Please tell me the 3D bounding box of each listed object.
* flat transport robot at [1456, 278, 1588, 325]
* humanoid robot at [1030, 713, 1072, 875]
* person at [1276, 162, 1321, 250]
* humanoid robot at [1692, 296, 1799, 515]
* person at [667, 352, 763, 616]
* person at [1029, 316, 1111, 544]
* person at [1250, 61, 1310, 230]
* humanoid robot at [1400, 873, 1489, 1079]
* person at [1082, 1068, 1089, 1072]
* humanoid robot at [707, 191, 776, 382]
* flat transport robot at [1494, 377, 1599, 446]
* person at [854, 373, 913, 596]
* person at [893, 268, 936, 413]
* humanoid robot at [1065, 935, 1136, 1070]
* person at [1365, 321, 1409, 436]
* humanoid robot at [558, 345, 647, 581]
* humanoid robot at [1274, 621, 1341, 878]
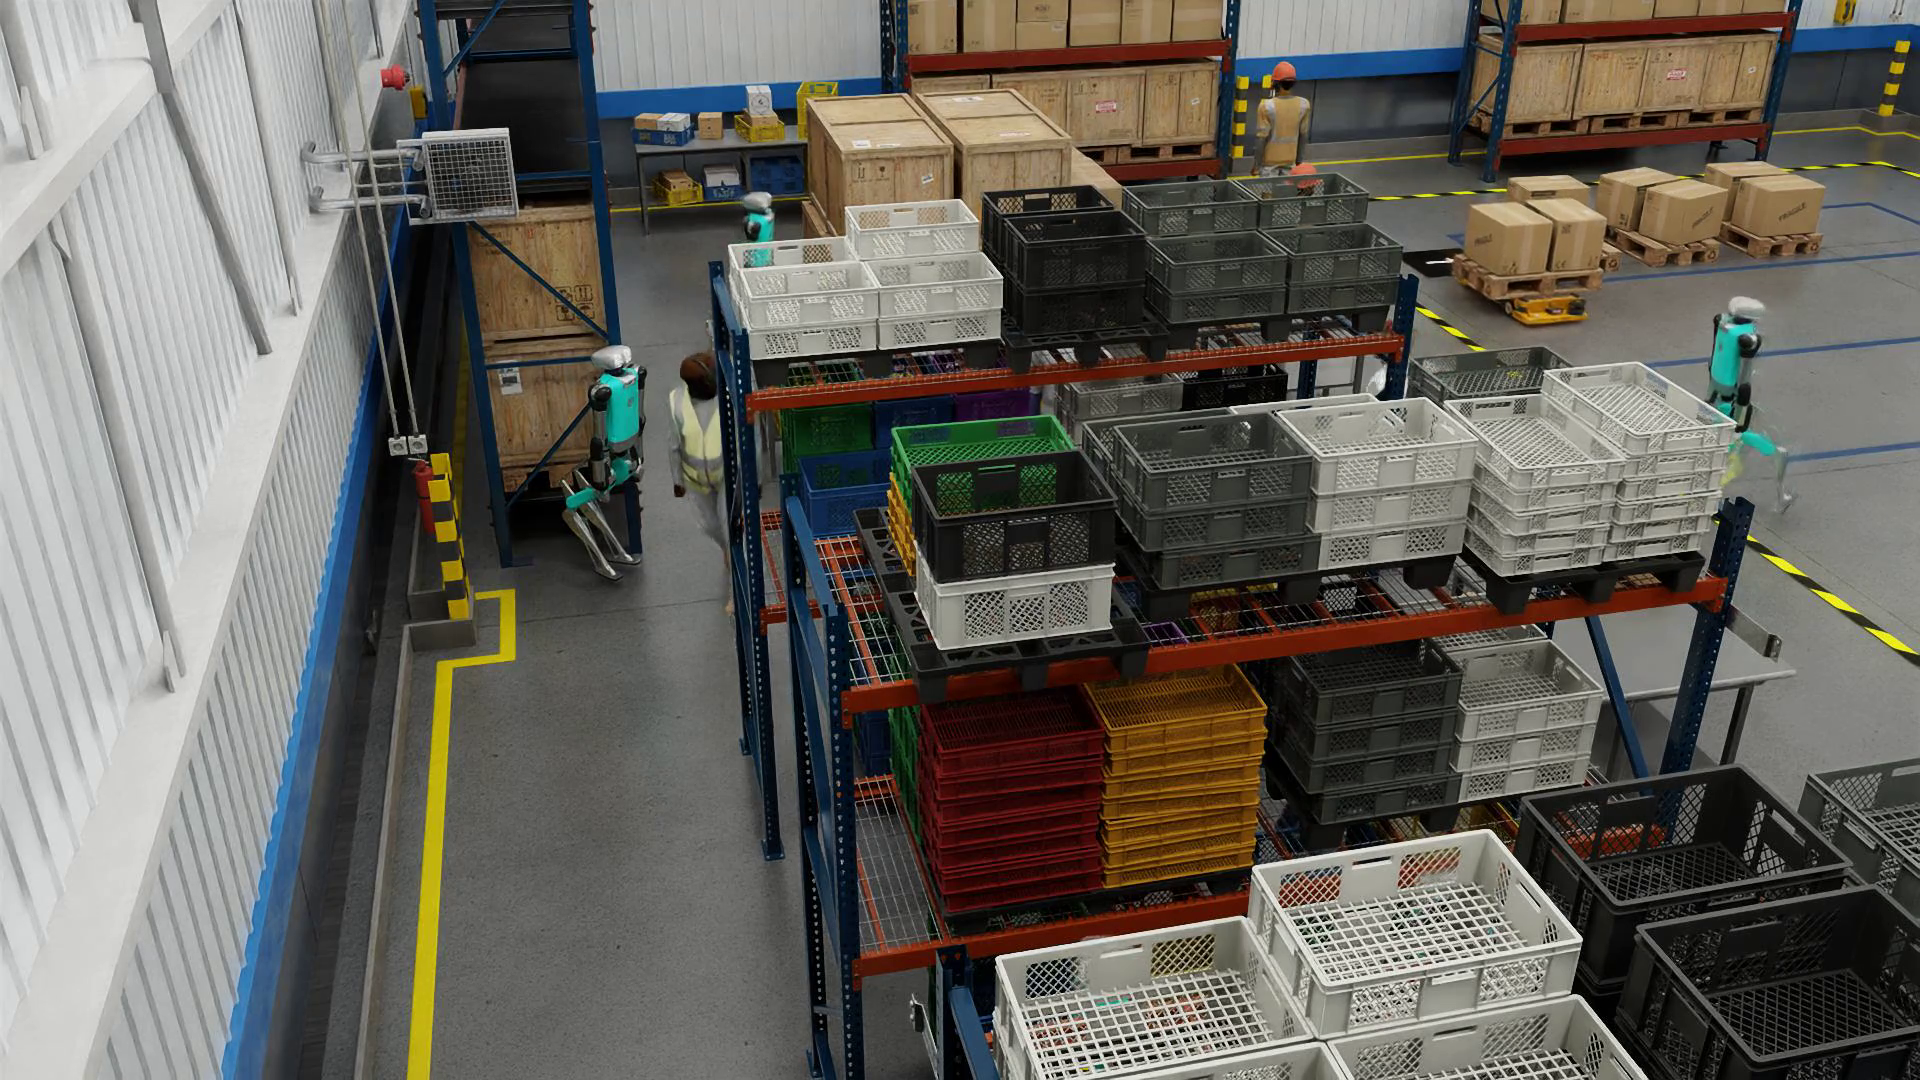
[{"bbox_3d":[5.669,-2.521,16.799,0.652,0.197,1.431,-6,28,-12],"label":"flat transport robot"},{"bbox_3d":[0.230,1.141,8.417,0.785,1.623,0.603,-1,28,-2],"label":"humanoid robot"},{"bbox_3d":[2.976,-2.387,14.781,0.341,1.942,0.550,-8,29,-15],"label":"person"},{"bbox_3d":[5.956,-0.952,12.314,0.968,1.772,0.538,-2,28,-3],"label":"humanoid robot"},{"bbox_3d":[-1.638,-0.454,11.266,0.634,1.805,0.784,4,28,7],"label":"person"},{"bbox_3d":[0.765,-0.773,11.612,0.607,2.044,0.392,11,30,20],"label":"person"},{"bbox_3d":[3.427,-4.126,17.976,0.614,2.040,0.378,-9,29,-16],"label":"person"},{"bbox_3d":[2.119,2.047,6.610,0.890,1.769,0.539,-6,28,-12],"label":"humanoid robot"},{"bbox_3d":[0.362,2.488,5.604,0.523,1.876,0.324,-8,29,-15],"label":"person"},{"bbox_3d":[-2.070,-2.216,14.711,0.938,1.783,0.544,6,28,11],"label":"humanoid robot"},{"bbox_3d":[4.780,-1.036,14.013,0.659,0.231,1.431,-6,28,-12],"label":"flat transport robot"},{"bbox_3d":[-0.520,-0.285,11.017,0.636,1.728,0.418,-7,29,-13],"label":"person"},{"bbox_3d":[-0.384,-1.326,12.792,0.392,1.921,0.592,6,28,12],"label":"person"},{"bbox_3d":[0.743,2.182,6.268,0.741,1.722,0.532,-6,28,-12],"label":"humanoid robot"},{"bbox_3d":[2.890,-0.657,11.627,0.562,1.821,0.592,15,31,27],"label":"person"},{"bbox_3d":[-2.493,-0.561,11.392,0.735,1.677,0.533,13,30,23],"label":"humanoid robot"},{"bbox_3d":[1.793,1.081,8.475,0.377,1.647,0.590,-2,28,-3],"label":"humanoid robot"}]
